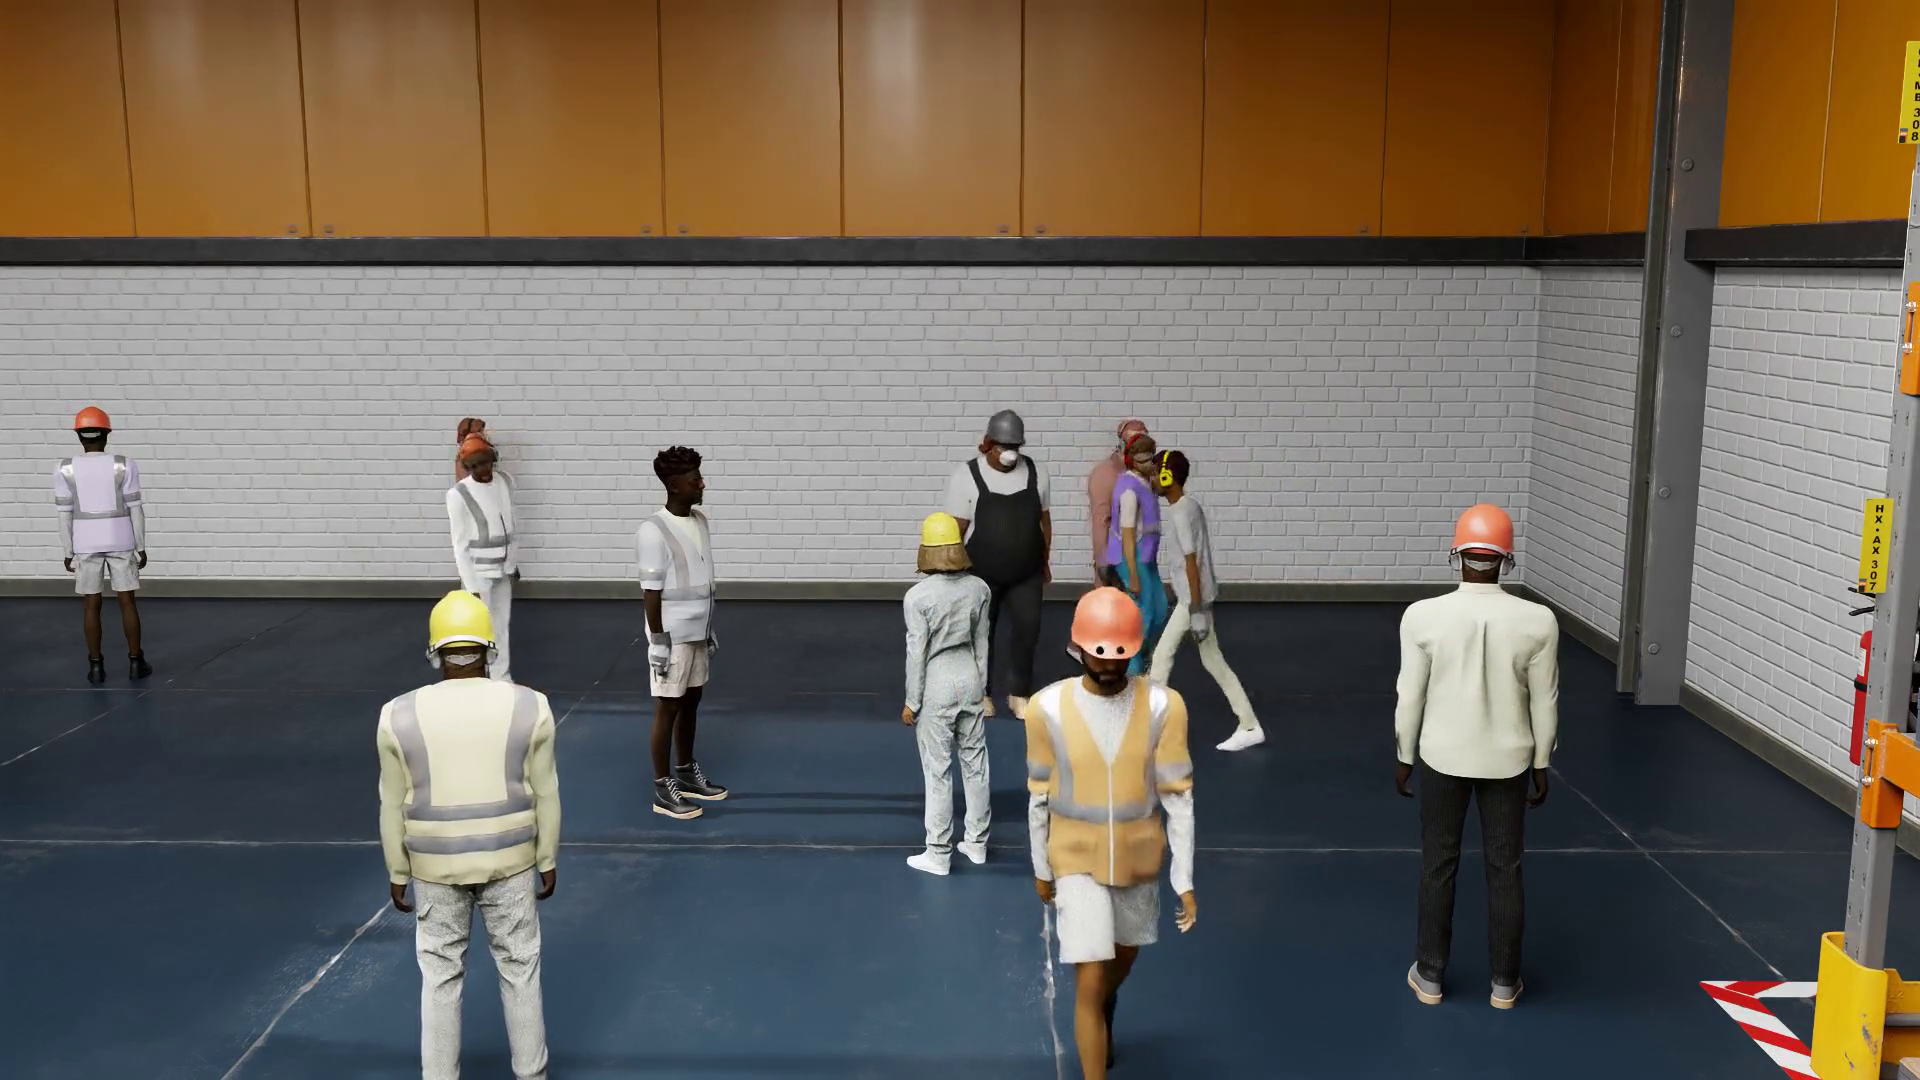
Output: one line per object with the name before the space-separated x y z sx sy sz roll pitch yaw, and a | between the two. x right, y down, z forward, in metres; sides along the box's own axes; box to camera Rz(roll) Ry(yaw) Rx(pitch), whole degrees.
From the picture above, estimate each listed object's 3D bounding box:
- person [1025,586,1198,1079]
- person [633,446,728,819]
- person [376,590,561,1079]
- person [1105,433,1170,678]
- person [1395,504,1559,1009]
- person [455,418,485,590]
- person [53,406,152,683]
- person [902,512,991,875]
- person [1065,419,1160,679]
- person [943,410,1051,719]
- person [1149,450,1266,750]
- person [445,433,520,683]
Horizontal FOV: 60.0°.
person | 0.493 1.053 5.649 0.556 1.900 0.993 0 9 -2
person | -1.479 0.476 8.845 0.362 1.966 0.611 3 10 18
person | -1.663 1.078 5.682 0.591 1.823 0.405 -3 10 -16
person | 1.237 0.165 11.214 0.507 1.801 0.642 2 10 12
person | 2.013 0.850 6.517 0.608 1.995 0.377 2 10 12
person | -4.069 -0.206 13.916 0.307 1.637 0.512 -1 10 -6
person | -5.970 0.035 11.601 0.542 1.928 0.375 -4 10 -21
person | -0.075 0.732 7.987 0.486 1.740 0.313 -7 12 -35
person | 1.122 0.063 11.629 0.649 1.868 0.856 -5 11 -30
person | 0.260 0.154 10.553 0.728 2.000 0.632 -2 10 -12
person | 1.364 0.379 9.920 1.006 1.814 0.566 3 10 17
person | -3.030 0.211 10.796 0.348 1.862 0.732 4 10 22
